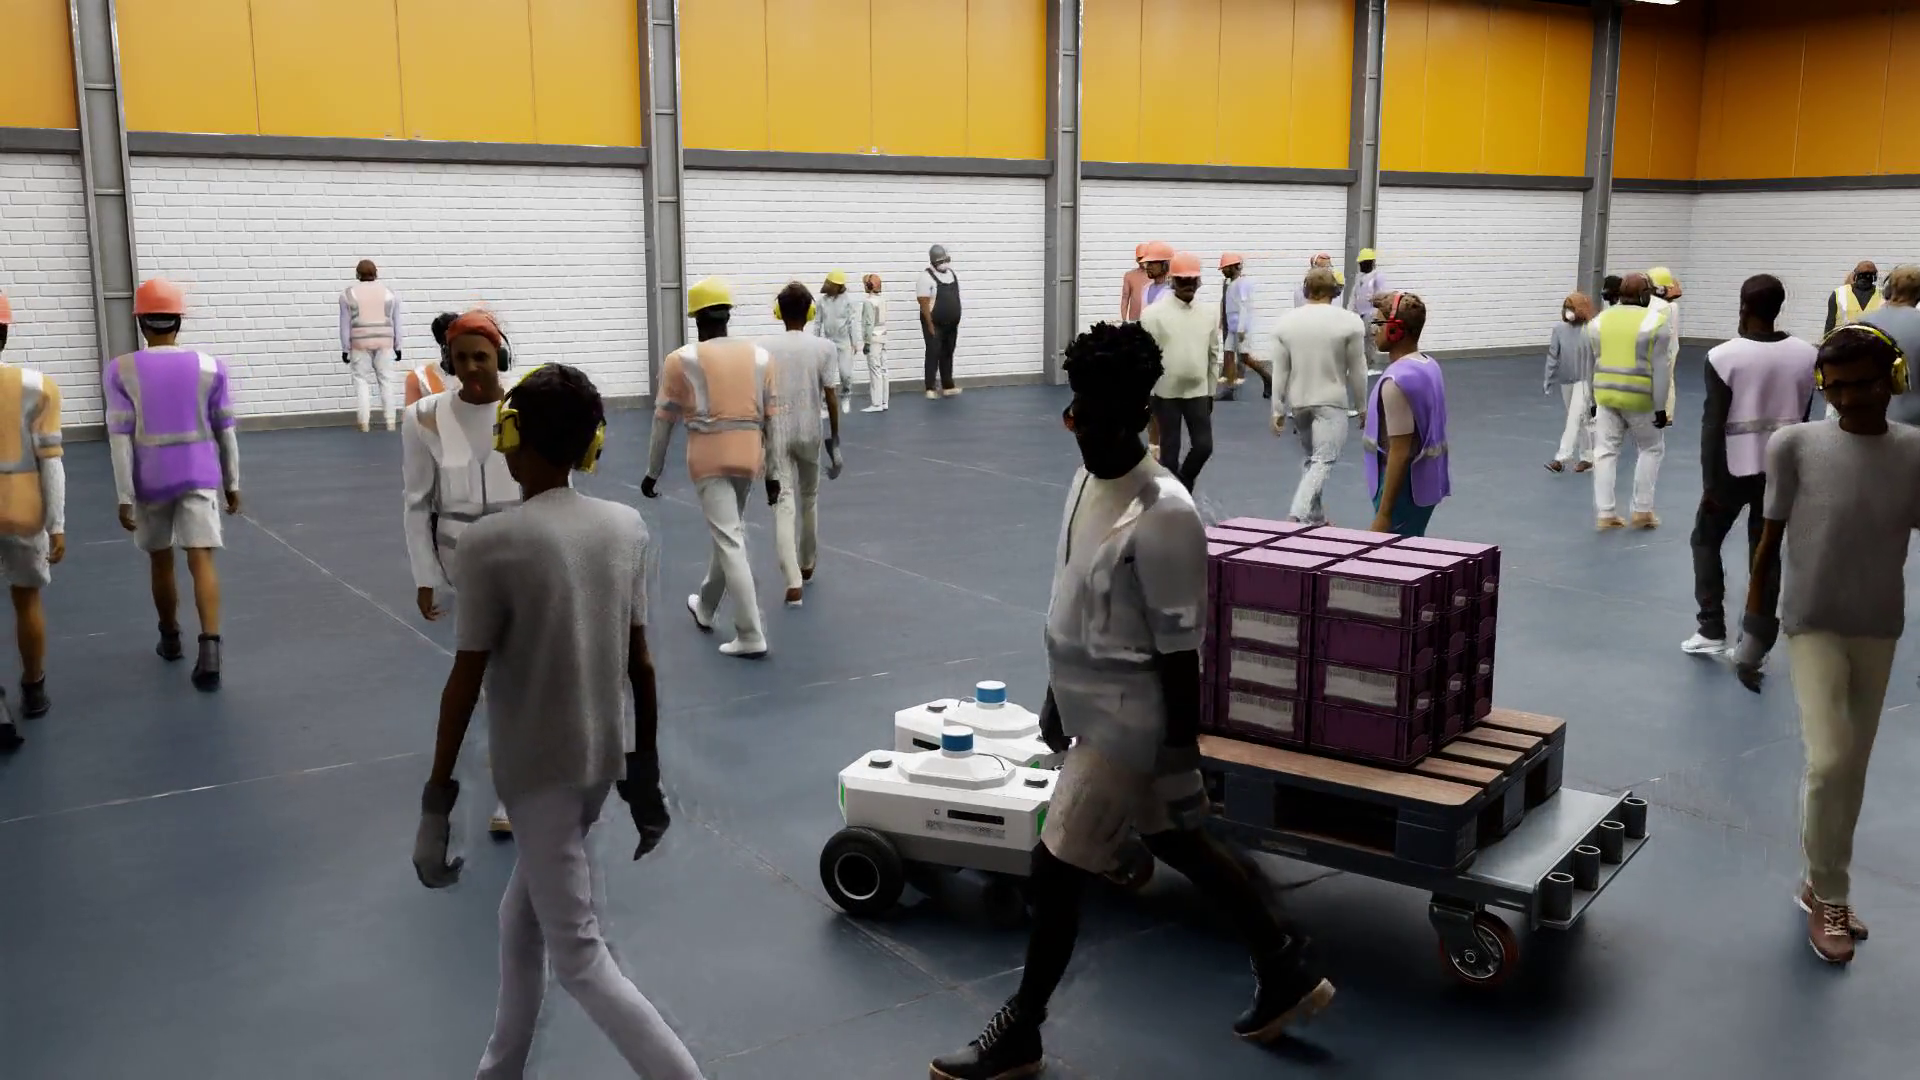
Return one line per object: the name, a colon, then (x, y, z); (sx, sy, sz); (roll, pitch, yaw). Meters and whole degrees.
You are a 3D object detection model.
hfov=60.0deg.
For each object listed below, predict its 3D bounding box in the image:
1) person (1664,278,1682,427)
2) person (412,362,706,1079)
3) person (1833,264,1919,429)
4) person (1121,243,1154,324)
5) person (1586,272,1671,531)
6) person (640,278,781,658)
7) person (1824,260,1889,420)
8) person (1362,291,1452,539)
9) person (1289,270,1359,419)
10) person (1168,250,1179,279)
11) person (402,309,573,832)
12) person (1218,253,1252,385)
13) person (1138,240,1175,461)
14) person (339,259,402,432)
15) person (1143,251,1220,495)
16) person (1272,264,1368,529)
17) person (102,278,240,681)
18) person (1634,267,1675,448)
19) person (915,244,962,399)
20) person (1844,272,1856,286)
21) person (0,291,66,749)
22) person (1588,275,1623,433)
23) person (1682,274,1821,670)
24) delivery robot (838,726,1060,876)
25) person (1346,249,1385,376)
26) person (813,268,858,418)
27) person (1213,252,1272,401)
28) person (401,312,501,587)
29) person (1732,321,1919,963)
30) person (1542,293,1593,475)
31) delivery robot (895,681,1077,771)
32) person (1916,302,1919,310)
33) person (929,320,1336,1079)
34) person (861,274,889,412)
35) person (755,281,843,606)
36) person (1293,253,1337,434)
person: (7.720, -2.048, 18.212); (0.283, 1.633, 0.501); (4, 11, 19)
person: (-0.825, 0.534, 3.587); (0.944, 1.818, 0.586); (6, 12, 32)
person: (5.650, -0.688, 10.010); (0.792, 1.912, 0.654); (-9, 14, -41)
person: (2.472, -2.995, 22.420); (0.622, 1.992, 0.396); (3, 11, 16)
person: (4.788, -0.978, 11.813); (0.634, 1.825, 0.654); (-9, 13, -40)
person: (-1.243, -0.377, 8.409); (0.618, 1.859, 0.997); (-7, 13, -35)
person: (9.191, -1.934, 17.043); (0.621, 1.838, 0.429); (4, 11, 20)
person: (1.945, -0.159, 7.280); (0.373, 1.843, 0.572); (6, 12, 28)
person: (4.114, -2.174, 18.715); (0.947, 1.709, 0.531); (-3, 11, -16)
person: (2.817, -2.788, 21.510); (0.572, 1.913, 0.649); (8, 13, 36)
person: (-1.700, 0.071, 6.108); (0.602, 1.832, 1.011); (-1, 10, -7)
person: (3.856, -3.105, 23.435); (0.345, 1.845, 0.508); (-9, 14, -42)
person: (1.751, -1.625, 14.773); (0.374, 2.042, 0.615); (-6, 12, -29)
person: (-6.276, -2.068, 17.756); (0.634, 1.841, 0.429); (-5, 12, -27)
person: (1.564, -1.064, 11.871); (0.622, 1.977, 0.496); (-2, 11, -12)
person: (2.374, -0.895, 11.187); (0.626, 1.907, 0.975); (8, 13, 38)
person: (-3.705, -0.287, 7.877); (0.562, 1.893, 0.997); (-6, 12, -31)
person: (6.599, -1.757, 16.186); (0.740, 1.799, 0.626); (-3, 11, -17)
person: (-0.176, -2.858, 21.538); (0.535, 2.000, 0.868); (9, 14, 40)
person: (11.983, -2.810, 22.441); (0.528, 1.600, 0.739); (2, 10, 10)
person: (-3.985, -0.106, 6.860); (0.558, 1.903, 0.938); (-5, 12, -27)
person: (6.949, -1.949, 17.552); (0.541, 1.682, 0.537); (2, 11, 11)
person: (3.825, -0.334, 8.094); (0.593, 1.895, 0.594); (0, 10, -1)
delivery robot: (-0.007, 0.823, 5.177); (0.707, 0.478, 0.477); (4, 11, 20)
person: (5.955, -3.373, 24.756); (0.839, 1.893, 0.594); (-3, 11, -15)
person: (-1.420, -2.246, 19.042); (0.540, 1.725, 0.425); (3, 11, 17)
person: (3.620, -2.700, 21.118); (0.839, 1.890, 0.610); (-2, 11, -10)
person: (-2.843, -0.454, 9.362); (0.558, 1.671, 0.618); (-4, 11, -19)
person: (2.593, 0.304, 4.773); (0.607, 1.832, 0.664); (2, 10, 9)
person: (5.331, -1.350, 14.511); (0.880, 1.584, 0.500); (-7, 12, -33)
delivery robot: (0.104, 0.727, 5.707); (0.707, 0.478, 0.477); (10, 14, 43)
person: (10.257, -2.075, 17.616); (0.410, 1.909, 0.643); (4, 11, 20)
person: (0.468, 0.412, 4.033); (1.018, 1.901, 0.678); (-1, 10, -7)
person: (-1.015, -2.333, 19.758); (0.315, 1.640, 0.515); (3, 11, 18)
person: (-0.962, -0.579, 9.648); (0.551, 1.817, 0.961); (-1, 10, -5)
person: (3.764, -2.055, 17.505); (0.401, 1.906, 0.650); (8, 13, 39)
